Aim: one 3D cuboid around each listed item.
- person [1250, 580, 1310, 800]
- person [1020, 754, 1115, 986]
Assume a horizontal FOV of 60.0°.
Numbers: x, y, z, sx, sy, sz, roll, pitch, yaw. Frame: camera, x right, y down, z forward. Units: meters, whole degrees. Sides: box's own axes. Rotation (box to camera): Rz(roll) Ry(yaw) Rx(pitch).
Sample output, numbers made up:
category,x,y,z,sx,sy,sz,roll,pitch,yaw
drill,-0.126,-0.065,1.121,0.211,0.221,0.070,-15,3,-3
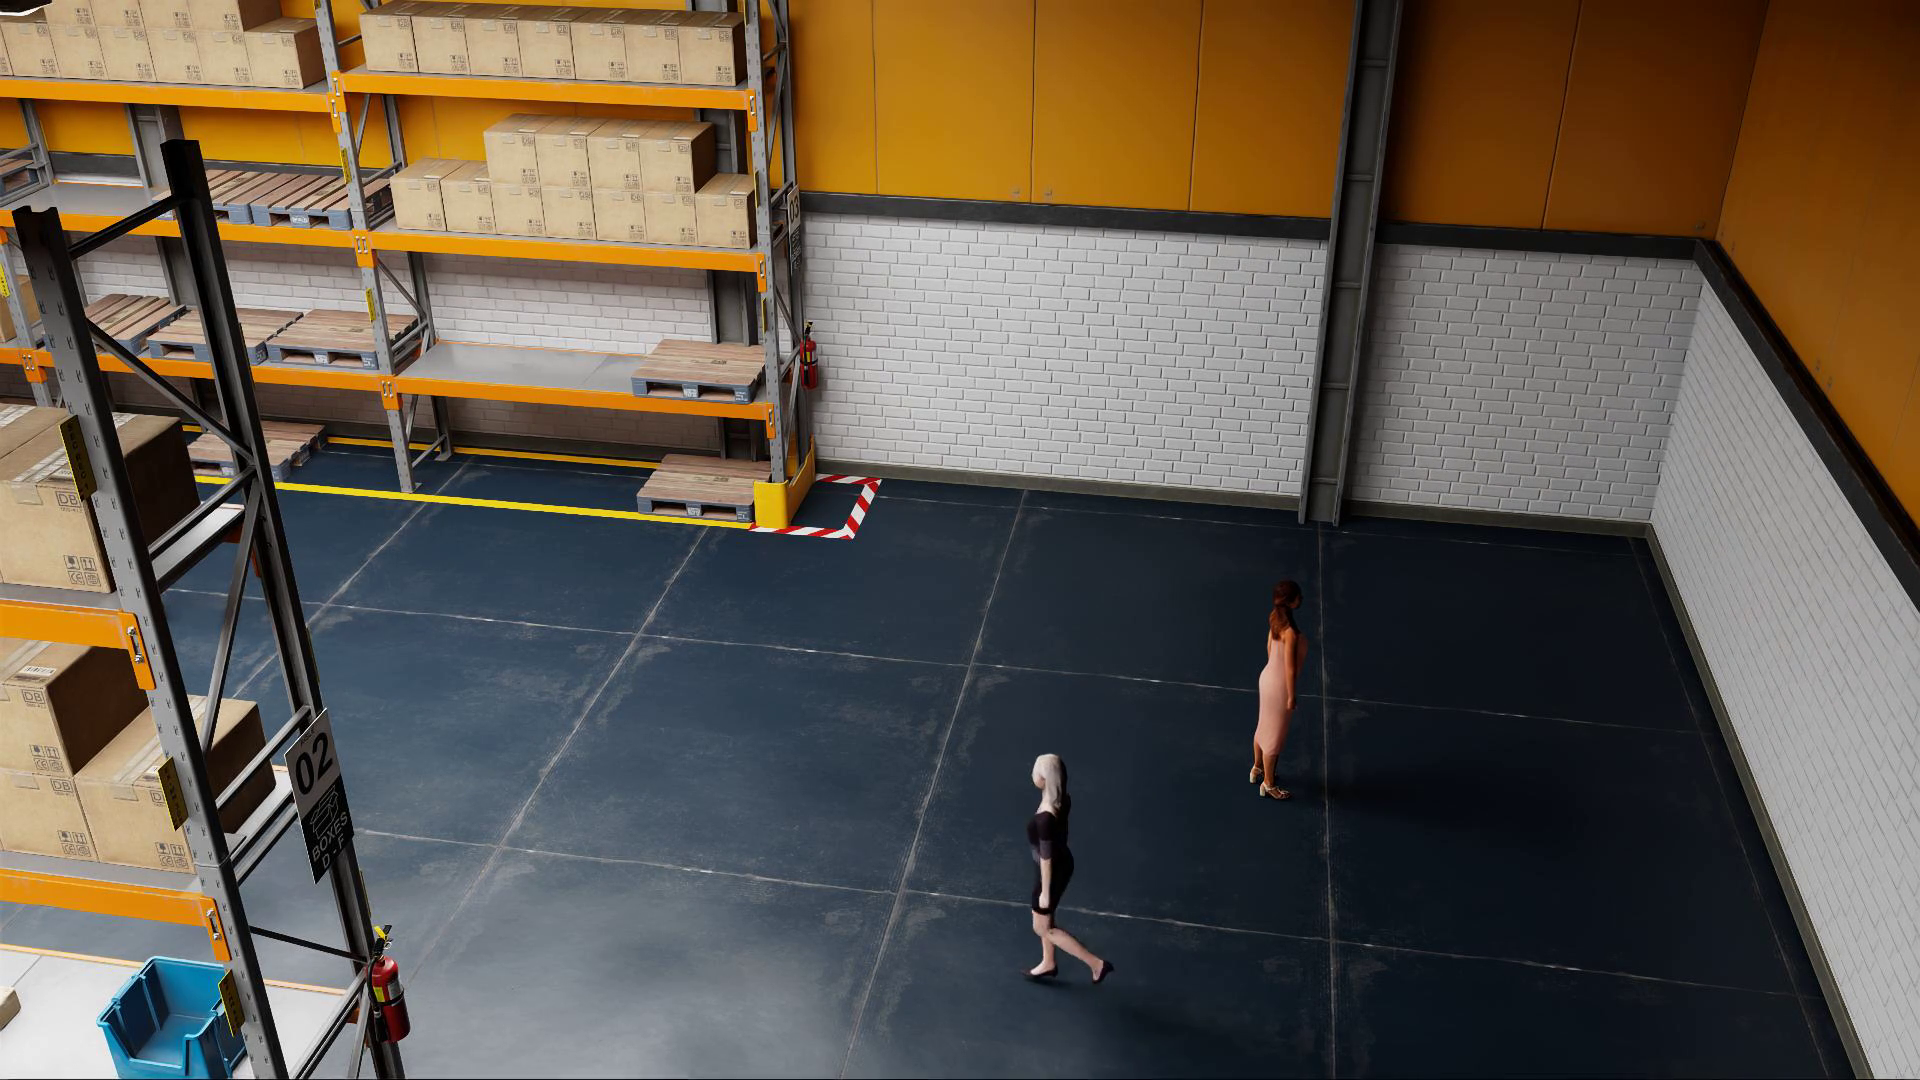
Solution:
category,x,y,z,sx,sy,sz,roll,pitch,yaw
person,2.364,1.102,12.403,0.621,1.831,0.647,-4,29,-7
person,0.662,2.149,10.505,0.871,1.810,0.632,10,30,17
